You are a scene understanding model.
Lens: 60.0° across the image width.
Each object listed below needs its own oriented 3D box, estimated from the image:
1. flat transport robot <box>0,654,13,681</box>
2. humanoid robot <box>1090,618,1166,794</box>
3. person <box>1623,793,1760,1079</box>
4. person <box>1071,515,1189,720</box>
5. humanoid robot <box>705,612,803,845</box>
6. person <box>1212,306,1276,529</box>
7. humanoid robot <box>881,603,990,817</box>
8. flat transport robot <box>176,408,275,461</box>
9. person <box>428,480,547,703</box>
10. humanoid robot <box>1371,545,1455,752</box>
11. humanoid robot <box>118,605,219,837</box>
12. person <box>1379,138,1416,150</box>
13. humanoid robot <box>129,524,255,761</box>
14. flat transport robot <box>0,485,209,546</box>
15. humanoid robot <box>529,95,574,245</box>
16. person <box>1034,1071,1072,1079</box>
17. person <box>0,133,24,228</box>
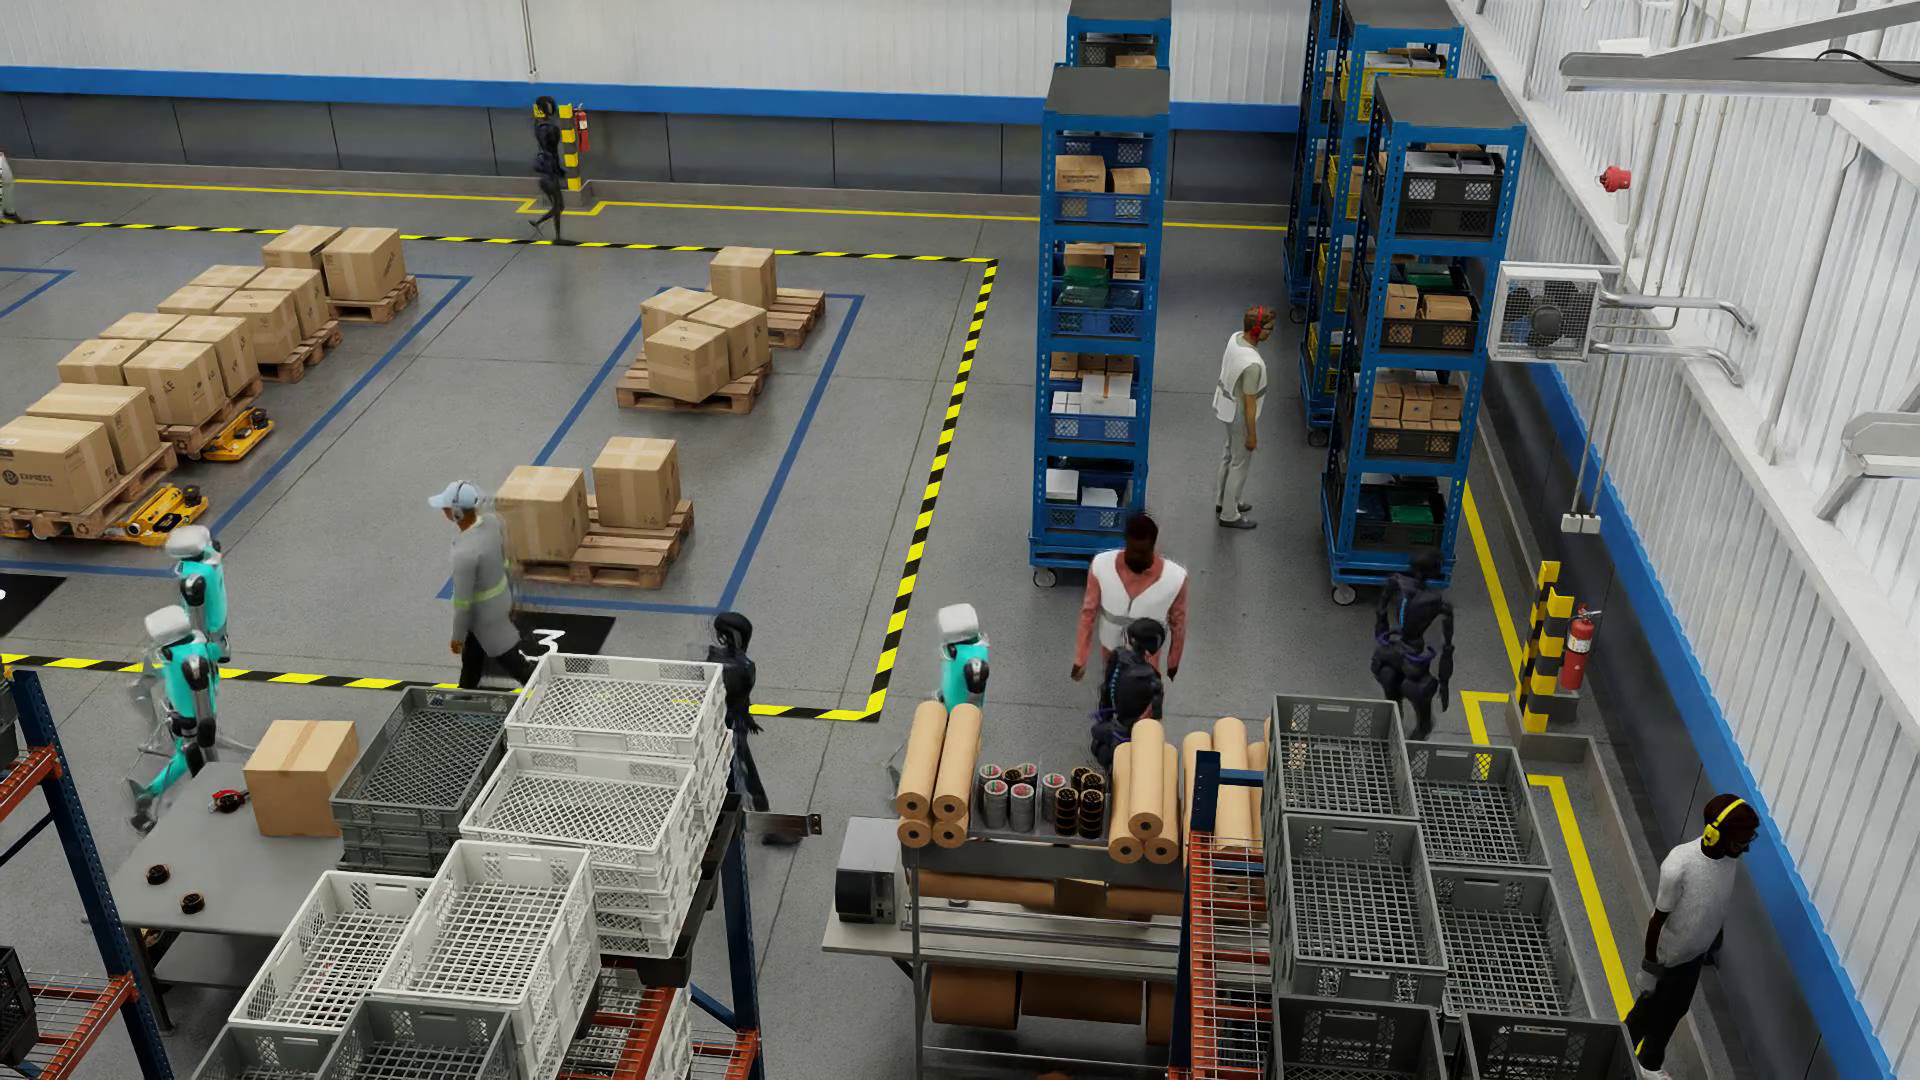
[{"bbox_3d":[-7.142,0.969,11.010,1.431,0.231,0.659,3,30,6],"label":"flat transport robot"},{"bbox_3d":[0.905,1.169,9.337,0.793,1.615,0.610,-15,33,-24],"label":"humanoid robot"},{"bbox_3d":[3.379,1.936,7.774,0.511,1.858,0.332,-15,33,-24],"label":"person"},{"bbox_3d":[0.977,0.724,9.823,0.607,1.887,0.788,11,32,18],"label":"person"},{"bbox_3d":[-1.327,1.110,9.409,0.760,1.631,0.610,4,30,6],"label":"humanoid robot"},{"bbox_3d":[2.152,-0.935,12.729,0.413,1.831,0.569,-3,30,-4],"label":"person"},{"bbox_3d":[-0.175,1.175,9.192,0.664,1.800,0.542,-7,31,-12],"label":"humanoid robot"},{"bbox_3d":[-6.728,-0.944,14.268,1.431,0.197,0.652,3,30,6],"label":"flat transport robot"},{"bbox_3d":[-2.979,0.440,10.393,0.995,1.801,0.593,0,30,0],"label":"person"},{"bbox_3d":[2.691,0.756,9.991,0.449,1.647,0.589,-22,37,-33],"label":"humanoid robot"},{"bbox_3d":[-4.381,1.233,9.115,0.757,1.802,0.561,-21,36,-32],"label":"humanoid robot"},{"bbox_3d":[4.650,-3.948,17.873,0.506,1.862,0.314,22,37,33],"label":"person"},{"bbox_3d":[-4.760,0.737,10.016,1.053,1.779,0.546,-5,31,-9],"label":"humanoid robot"},{"bbox_3d":[-6.750,-0.236,13.052,1.431,0.197,0.652,3,30,6],"label":"flat transport robot"},{"bbox_3d":[-4.559,-4.035,18.200,0.502,1.638,0.599,-2,30,-3],"label":"humanoid robot"},{"bbox_3d":[0.324,2.747,6.392,0.622,1.843,0.431,6,31,10],"label":"person"},{"bbox_3d":[-10.963,-4.368,18.633,0.549,1.814,0.625,19,35,29],"label":"person"}]
